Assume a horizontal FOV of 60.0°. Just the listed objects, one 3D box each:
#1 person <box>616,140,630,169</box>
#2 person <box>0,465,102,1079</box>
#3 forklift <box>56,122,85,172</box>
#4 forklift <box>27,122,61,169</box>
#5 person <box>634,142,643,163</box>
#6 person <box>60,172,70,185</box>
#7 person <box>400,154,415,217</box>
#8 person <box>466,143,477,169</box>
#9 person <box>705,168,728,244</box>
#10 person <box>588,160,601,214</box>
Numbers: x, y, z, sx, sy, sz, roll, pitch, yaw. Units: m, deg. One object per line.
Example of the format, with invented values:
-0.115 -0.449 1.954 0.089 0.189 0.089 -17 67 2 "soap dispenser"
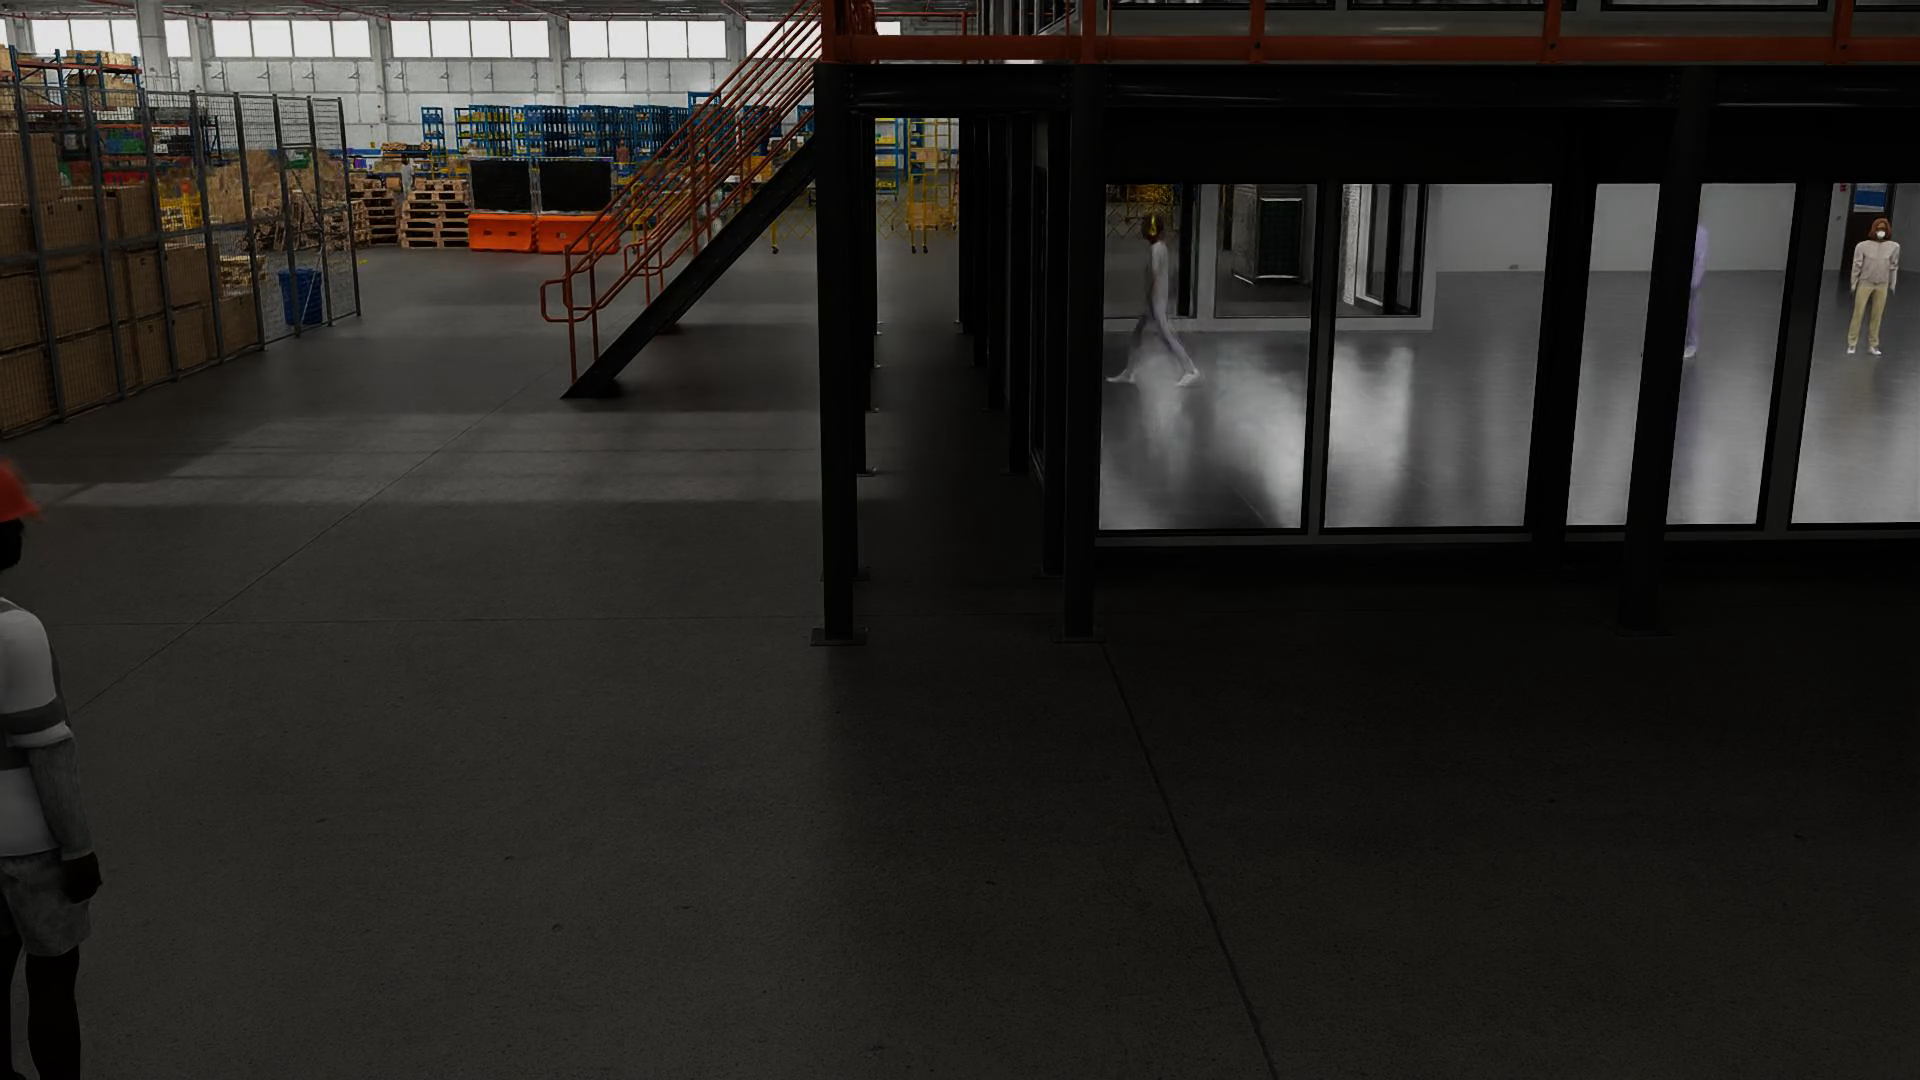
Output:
-15.743 -17.668 77.743 0.611 1.995 0.375 -7 16 -26 "person"
-2.465 0.724 4.342 0.545 1.942 0.350 7 15 25 "person"
-38.589 -16.754 72.296 1.129 2.768 1.873 -1 14 -3 "forklift"
-35.376 -14.773 64.377 1.129 2.768 1.873 -1 14 -2 "forklift"
-16.231 -19.204 84.178 0.569 1.849 0.384 -10 17 -36 "person"
-20.481 -7.637 37.559 0.687 2.000 0.535 -1 14 -4 "person"
-16.390 -10.490 49.316 0.520 1.869 0.328 6 15 23 "person"
-22.487 -17.260 76.327 0.590 1.886 0.662 6 15 21 "person"
-4.953 -6.734 34.322 0.805 1.851 0.628 3 14 11 "person"
-10.148 -9.648 46.159 0.316 1.768 0.524 -5 15 -19 "person"
